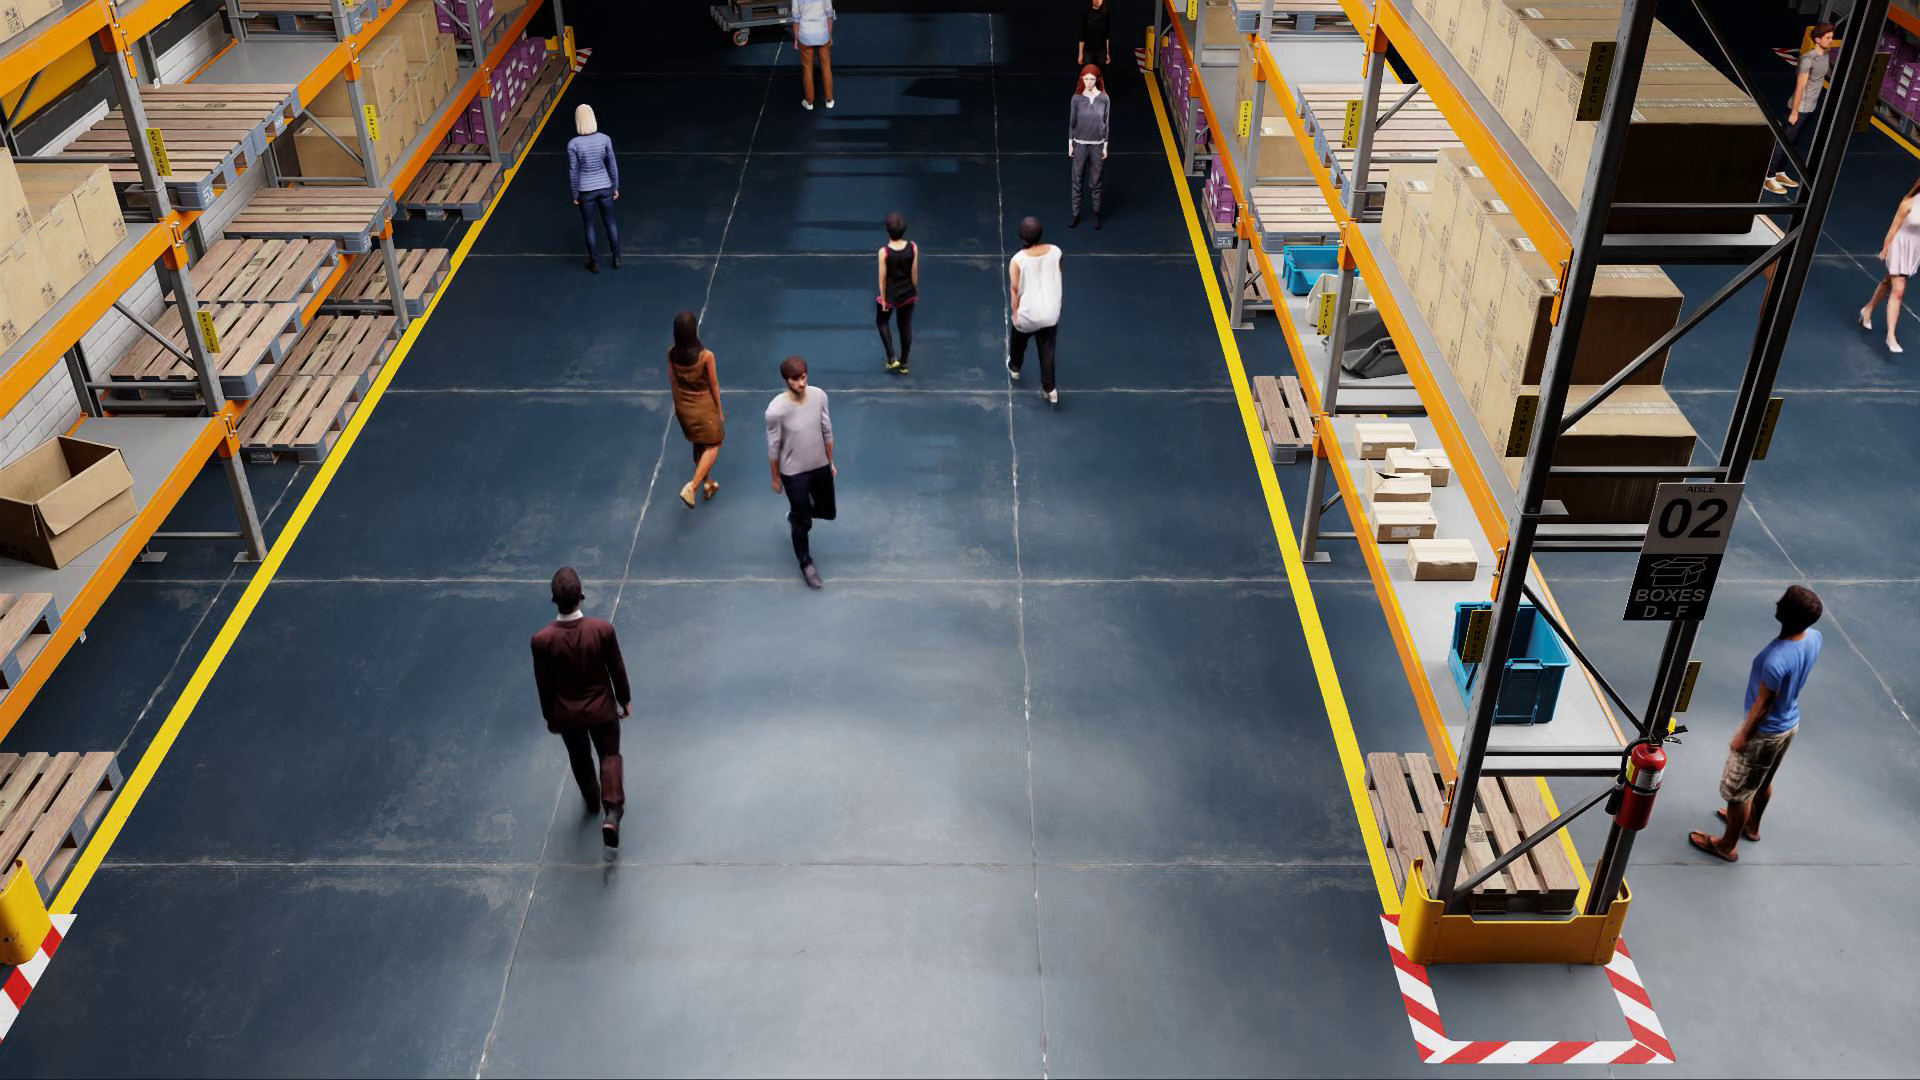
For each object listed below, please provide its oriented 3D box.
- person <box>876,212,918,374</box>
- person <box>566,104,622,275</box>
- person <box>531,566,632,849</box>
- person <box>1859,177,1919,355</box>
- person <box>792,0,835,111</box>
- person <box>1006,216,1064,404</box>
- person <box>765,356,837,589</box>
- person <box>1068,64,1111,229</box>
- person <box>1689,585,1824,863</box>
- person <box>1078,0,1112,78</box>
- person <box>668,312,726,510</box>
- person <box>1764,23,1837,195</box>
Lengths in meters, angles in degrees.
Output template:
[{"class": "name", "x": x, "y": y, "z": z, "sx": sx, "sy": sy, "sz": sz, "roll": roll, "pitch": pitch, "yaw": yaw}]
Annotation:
[{"class": "person", "x": -0.538, "y": -2.186, "z": 14.943, "sx": 0.626, "sy": 1.540, "sz": 0.669, "roll": -11, "pitch": 35, "yaw": -16}, {"class": "person", "x": -3.696, "y": -3.558, "z": 16.823, "sx": 0.728, "sy": 1.745, "sz": 0.705, "roll": -15, "pitch": 37, "yaw": -22}, {"class": "person", "x": -2.219, "y": 1.030, "z": 9.834, "sx": 0.856, "sy": 1.841, "sz": 1.137, "roll": -9, "pitch": 35, "yaw": -13}, {"class": "person", "x": 8.765, "y": -2.674, "z": 15.516, "sx": 0.564, "sy": 1.720, "sz": 1.105, "roll": -2, "pitch": 34, "yaw": -3}, {"class": "person", "x": -1.843, "y": -6.362, "z": 20.969, "sx": 0.738, "sy": 1.825, "sz": 0.645, "roll": -8, "pitch": 34, "yaw": -12}, {"class": "person", "x": 0.679, "y": -1.986, "z": 14.546, "sx": 0.868, "sy": 1.647, "sz": 1.178, "roll": -9, "pitch": 35, "yaw": -14}, {"class": "person", "x": -1.185, "y": -0.555, "z": 12.230, "sx": 0.932, "sy": 1.828, "sz": 1.027, "roll": -20, "pitch": 39, "yaw": -28}, {"class": "person", "x": 1.373, "y": -4.203, "z": 17.761, "sx": 0.587, "sy": 1.780, "sz": 0.514, "roll": 3, "pitch": 34, "yaw": 5}, {"class": "person", "x": 4.731, "y": 1.076, "z": 9.745, "sx": 0.730, "sy": 1.862, "sz": 0.762, "roll": -24, "pitch": 40, "yaw": -31}, {"class": "person", "x": 1.657, "y": -6.072, "z": 20.699, "sx": 0.629, "sy": 1.642, "sz": 0.591, "roll": -9, "pitch": 35, "yaw": -14}, {"class": "person", "x": -2.074, "y": -0.958, "z": 12.977, "sx": 0.757, "sy": 1.672, "sz": 0.950, "roll": 12, "pitch": 35, "yaw": 17}, {"class": "person", "x": 9.430, "y": -4.852, "z": 18.636, "sx": 0.722, "sy": 1.894, "sz": 0.767, "roll": -27, "pitch": 42, "yaw": -34}]
